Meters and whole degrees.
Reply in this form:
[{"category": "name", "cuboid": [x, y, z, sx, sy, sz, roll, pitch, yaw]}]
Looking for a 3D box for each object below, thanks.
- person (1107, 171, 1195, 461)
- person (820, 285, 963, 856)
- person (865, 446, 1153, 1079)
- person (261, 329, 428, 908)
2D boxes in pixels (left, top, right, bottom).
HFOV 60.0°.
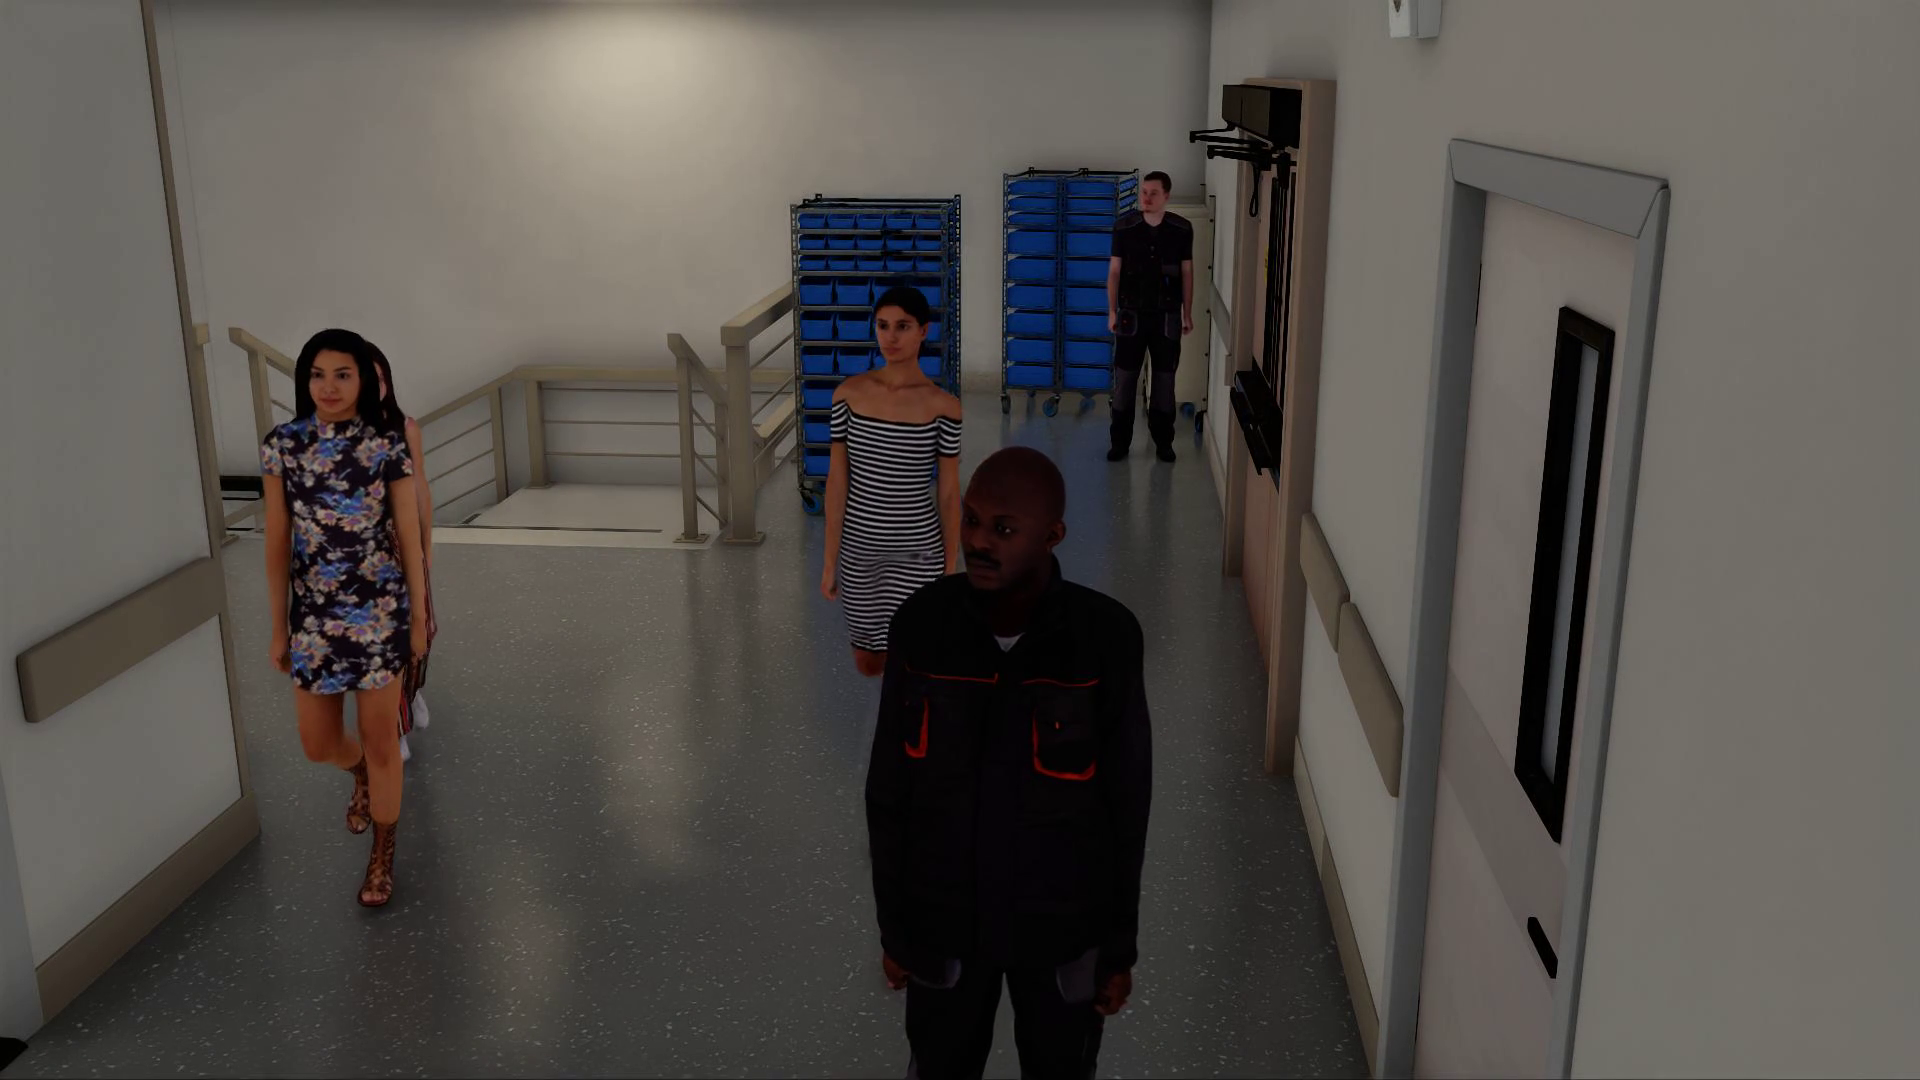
[{"category": "person", "cuboid": [1.219, -1.442, 10.705, 0.704, 1.845, 0.570, 2, 16, 7]}, {"category": "person", "cuboid": [-0.194, 0.080, 5.386, 0.768, 1.800, 1.077, 5, 17, 18]}, {"category": "person", "cuboid": [0.091, 0.693, 3.177, 0.687, 1.820, 0.572, 2, 16, 7]}, {"category": "person", "cuboid": [-1.831, 0.224, 5.028, 0.707, 1.719, 0.859, -3, 16, -9]}]
